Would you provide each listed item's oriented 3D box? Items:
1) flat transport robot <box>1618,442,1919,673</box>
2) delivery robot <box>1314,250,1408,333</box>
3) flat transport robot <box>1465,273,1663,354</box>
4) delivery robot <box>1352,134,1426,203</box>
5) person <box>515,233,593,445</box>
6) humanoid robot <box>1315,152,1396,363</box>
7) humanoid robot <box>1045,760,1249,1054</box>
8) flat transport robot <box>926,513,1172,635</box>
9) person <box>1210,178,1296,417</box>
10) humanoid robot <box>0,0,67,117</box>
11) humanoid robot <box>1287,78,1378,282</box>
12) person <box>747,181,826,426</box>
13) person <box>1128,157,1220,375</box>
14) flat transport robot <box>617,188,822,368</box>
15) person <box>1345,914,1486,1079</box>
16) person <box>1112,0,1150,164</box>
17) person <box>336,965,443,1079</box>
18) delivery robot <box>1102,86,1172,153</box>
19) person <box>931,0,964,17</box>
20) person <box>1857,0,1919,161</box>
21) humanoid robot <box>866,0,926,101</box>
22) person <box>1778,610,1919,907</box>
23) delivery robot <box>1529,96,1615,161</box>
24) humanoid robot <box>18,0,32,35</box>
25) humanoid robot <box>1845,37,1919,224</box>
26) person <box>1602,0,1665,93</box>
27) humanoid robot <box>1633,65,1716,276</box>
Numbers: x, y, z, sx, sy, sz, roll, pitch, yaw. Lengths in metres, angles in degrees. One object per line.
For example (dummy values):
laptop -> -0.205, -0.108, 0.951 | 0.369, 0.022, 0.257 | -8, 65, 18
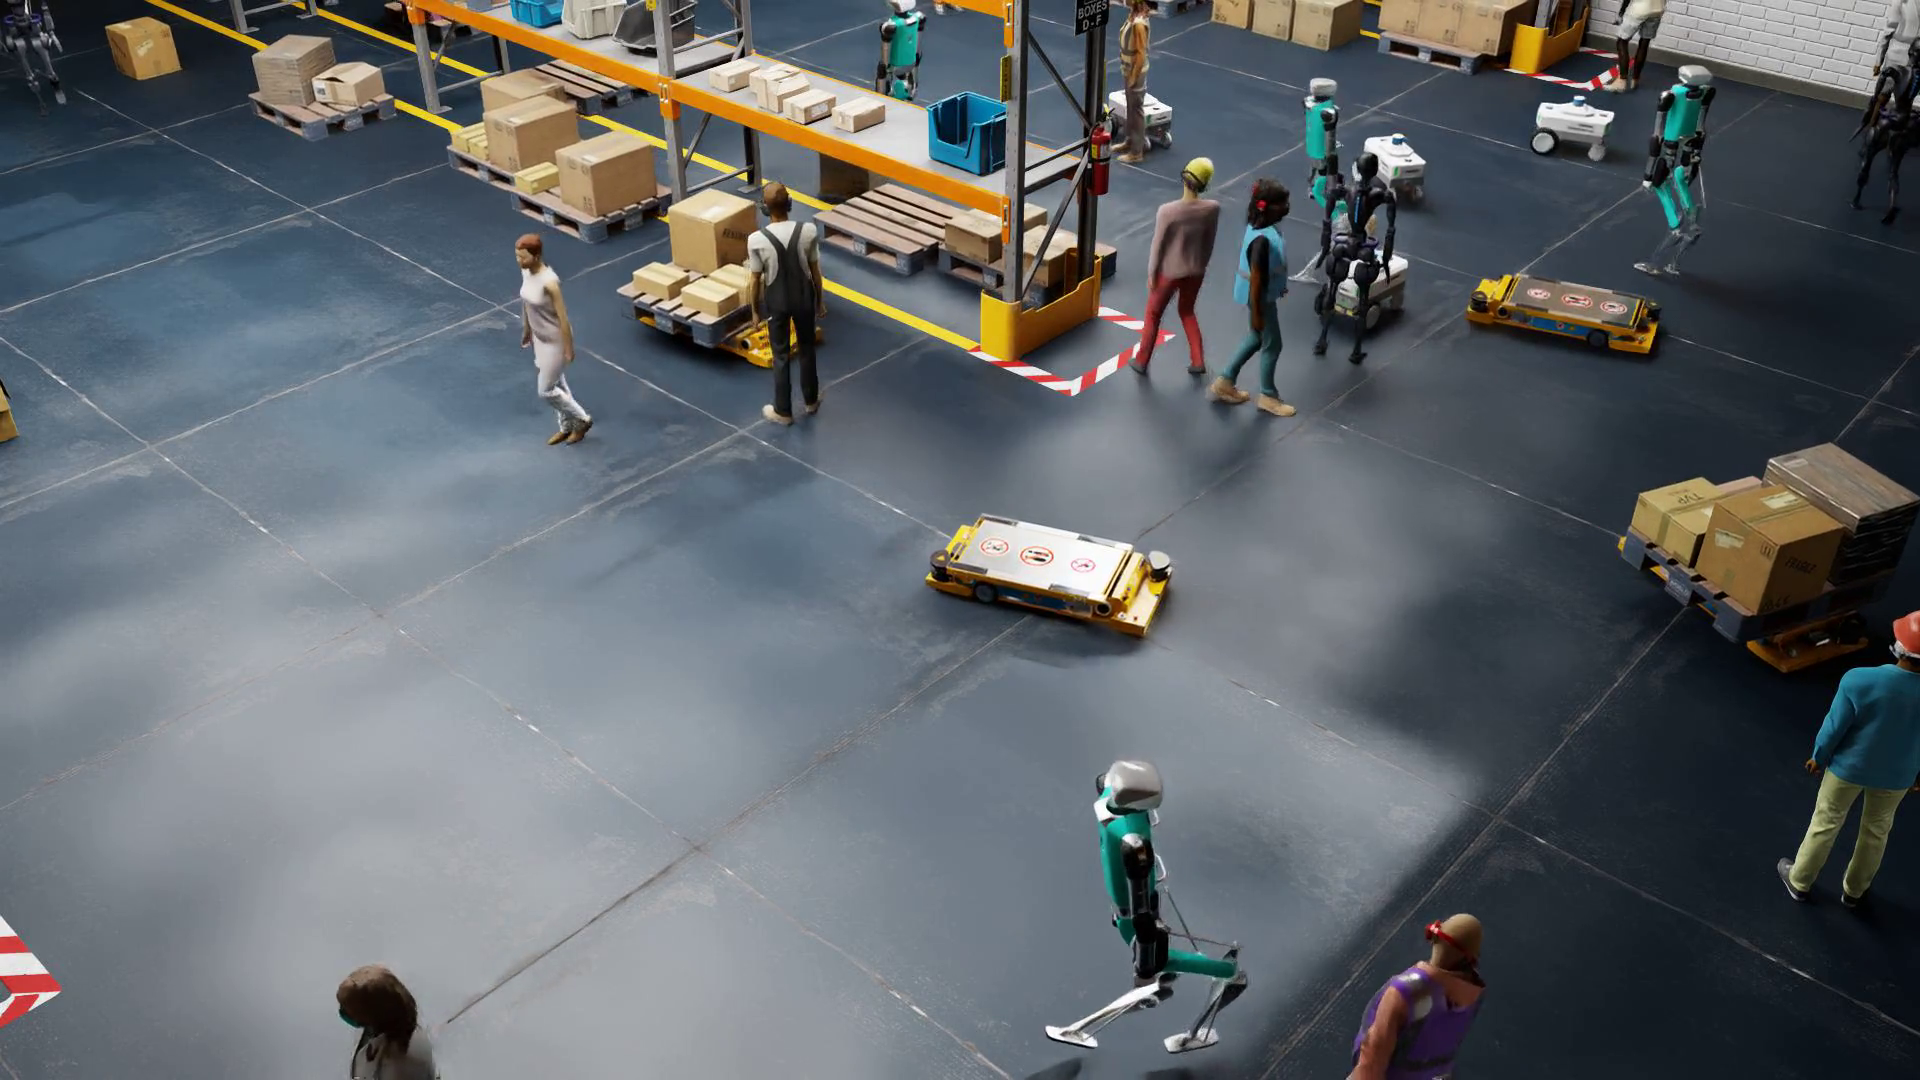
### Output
flat transport robot -> 4.878, 0.286, 10.397 | 0.659, 0.231, 1.431 | -14, 37, -19
delivery robot -> 3.305, -2.075, 13.559 | 0.774, 0.588, 0.499 | -27, 43, -34
flat transport robot -> 4.905, -1.859, 13.503 | 1.431, 0.231, 0.659 | 16, 38, 21
delivery robot -> 4.077, -3.524, 15.674 | 0.499, 0.606, 0.808 | -8, 35, -11
person -> -2.883, -1.380, 11.599 | 0.380, 1.643, 0.452 | -25, 42, -31
humanoid robot -> 3.010, -2.168, 12.716 | 0.587, 1.639, 0.355 | 13, 37, 18
humanoid robot -> 0.900, 1.637, 7.155 | 1.011, 1.744, 0.544 | -5, 35, -7
flat transport robot -> 0.565, 0.203, 10.517 | 1.431, 0.231, 0.659 | 12, 36, 17
person -> 2.159, -1.762, 11.989 | 0.663, 1.837, 0.600 | 7, 35, 10
humanoid robot -> -9.636, -5.228, 17.145 | 0.609, 1.639, 0.422 | -12, 36, -17
humanoid robot -> 3.254, -2.953, 13.823 | 0.923, 1.770, 0.578 | -1, 35, -2
person -> -1.235, -1.690, 11.896 | 0.537, 1.828, 0.427 | -8, 35, -12
person -> 1.670, -2.008, 12.445 | 0.555, 1.726, 0.554 | -14, 37, -19
flat transport robot -> -1.874, -1.778, 13.386 | 1.431, 0.231, 0.659 | 22, 40, 28
person -> 1.720, 2.116, 6.528 | 0.570, 1.644, 0.355 | -11, 36, -16
person -> 1.656, -4.527, 16.039 | 0.320, 1.776, 0.478 | -1, 35, -2
person -> -2.036, 2.207, 6.401 | 0.751, 1.634, 0.508 | -19, 39, -25
delivery robot -> 1.798, -4.278, 16.760 | 0.499, 0.599, 0.784 | -19, 39, -26
person -> -0.173, -7.210, 19.938 | 0.505, 1.763, 0.306 | -19, 39, -25
person -> 9.144, -4.629, 16.064 | 0.547, 1.926, 0.379 | 14, 37, 19
humanoid robot -> -0.715, -4.310, 15.799 | 0.795, 1.805, 0.538 | 29, 44, 35
person -> 4.376, 1.054, 7.972 | 0.568, 1.755, 0.319 | 8, 35, 11
delivery robot -> 6.058, -4.097, 16.511 | 0.803, 0.613, 0.499 | 14, 37, 20
humanoid robot -> -11.089, -6.741, 19.283 | 0.559, 1.736, 1.028 | -15, 37, -21
humanoid robot -> 8.389, -3.685, 14.930 | 0.588, 1.638, 0.689 | 3, 35, 4
person -> 7.248, -5.594, 17.689 | 0.616, 1.670, 0.343 | -11, 36, -15
humanoid robot -> 6.047, -3.005, 13.846 | 0.533, 1.762, 0.720 | -13, 37, -18
